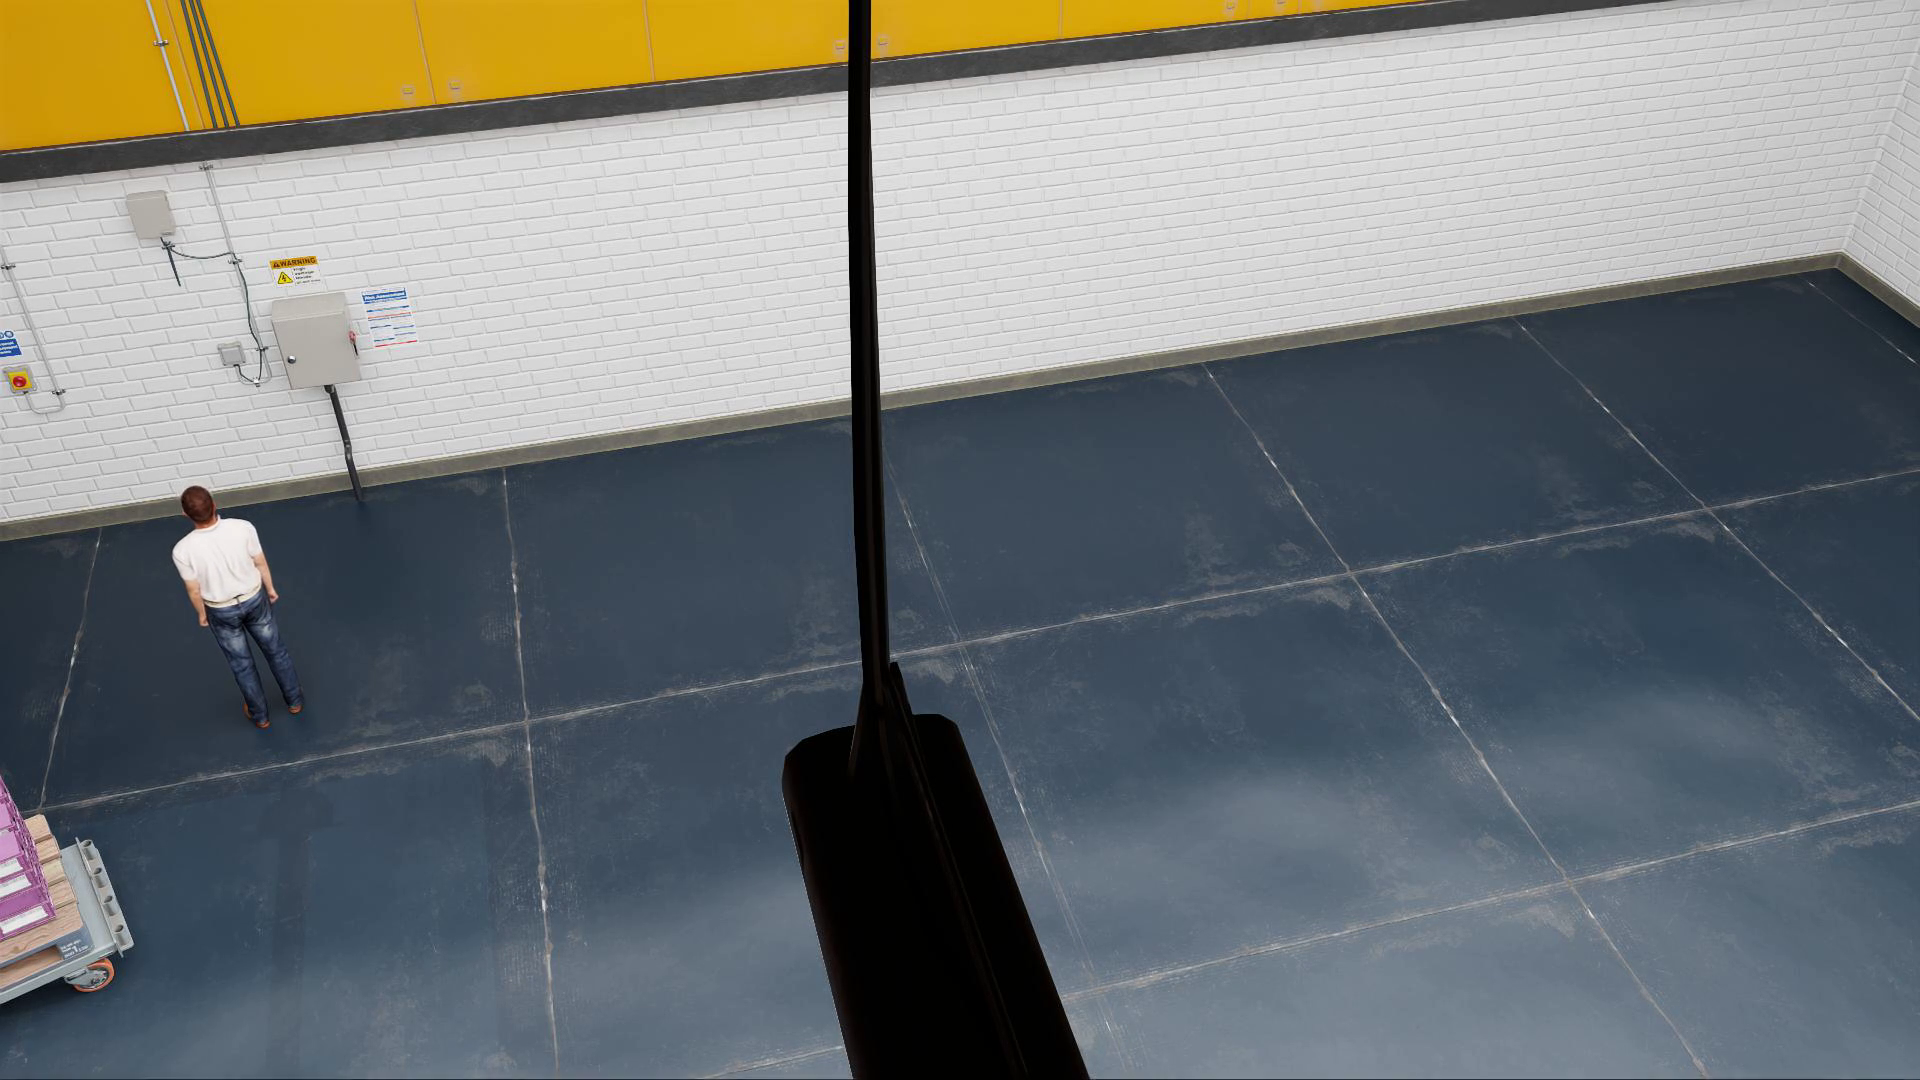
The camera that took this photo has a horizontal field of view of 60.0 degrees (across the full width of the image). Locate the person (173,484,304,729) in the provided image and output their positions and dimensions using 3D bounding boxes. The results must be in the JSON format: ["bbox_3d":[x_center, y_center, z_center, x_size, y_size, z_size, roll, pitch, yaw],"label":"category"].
[{"bbox_3d":[-4.573,0.420,10.525,0.739,1.855,0.710,-25,45,-28],"label":"person"}]
